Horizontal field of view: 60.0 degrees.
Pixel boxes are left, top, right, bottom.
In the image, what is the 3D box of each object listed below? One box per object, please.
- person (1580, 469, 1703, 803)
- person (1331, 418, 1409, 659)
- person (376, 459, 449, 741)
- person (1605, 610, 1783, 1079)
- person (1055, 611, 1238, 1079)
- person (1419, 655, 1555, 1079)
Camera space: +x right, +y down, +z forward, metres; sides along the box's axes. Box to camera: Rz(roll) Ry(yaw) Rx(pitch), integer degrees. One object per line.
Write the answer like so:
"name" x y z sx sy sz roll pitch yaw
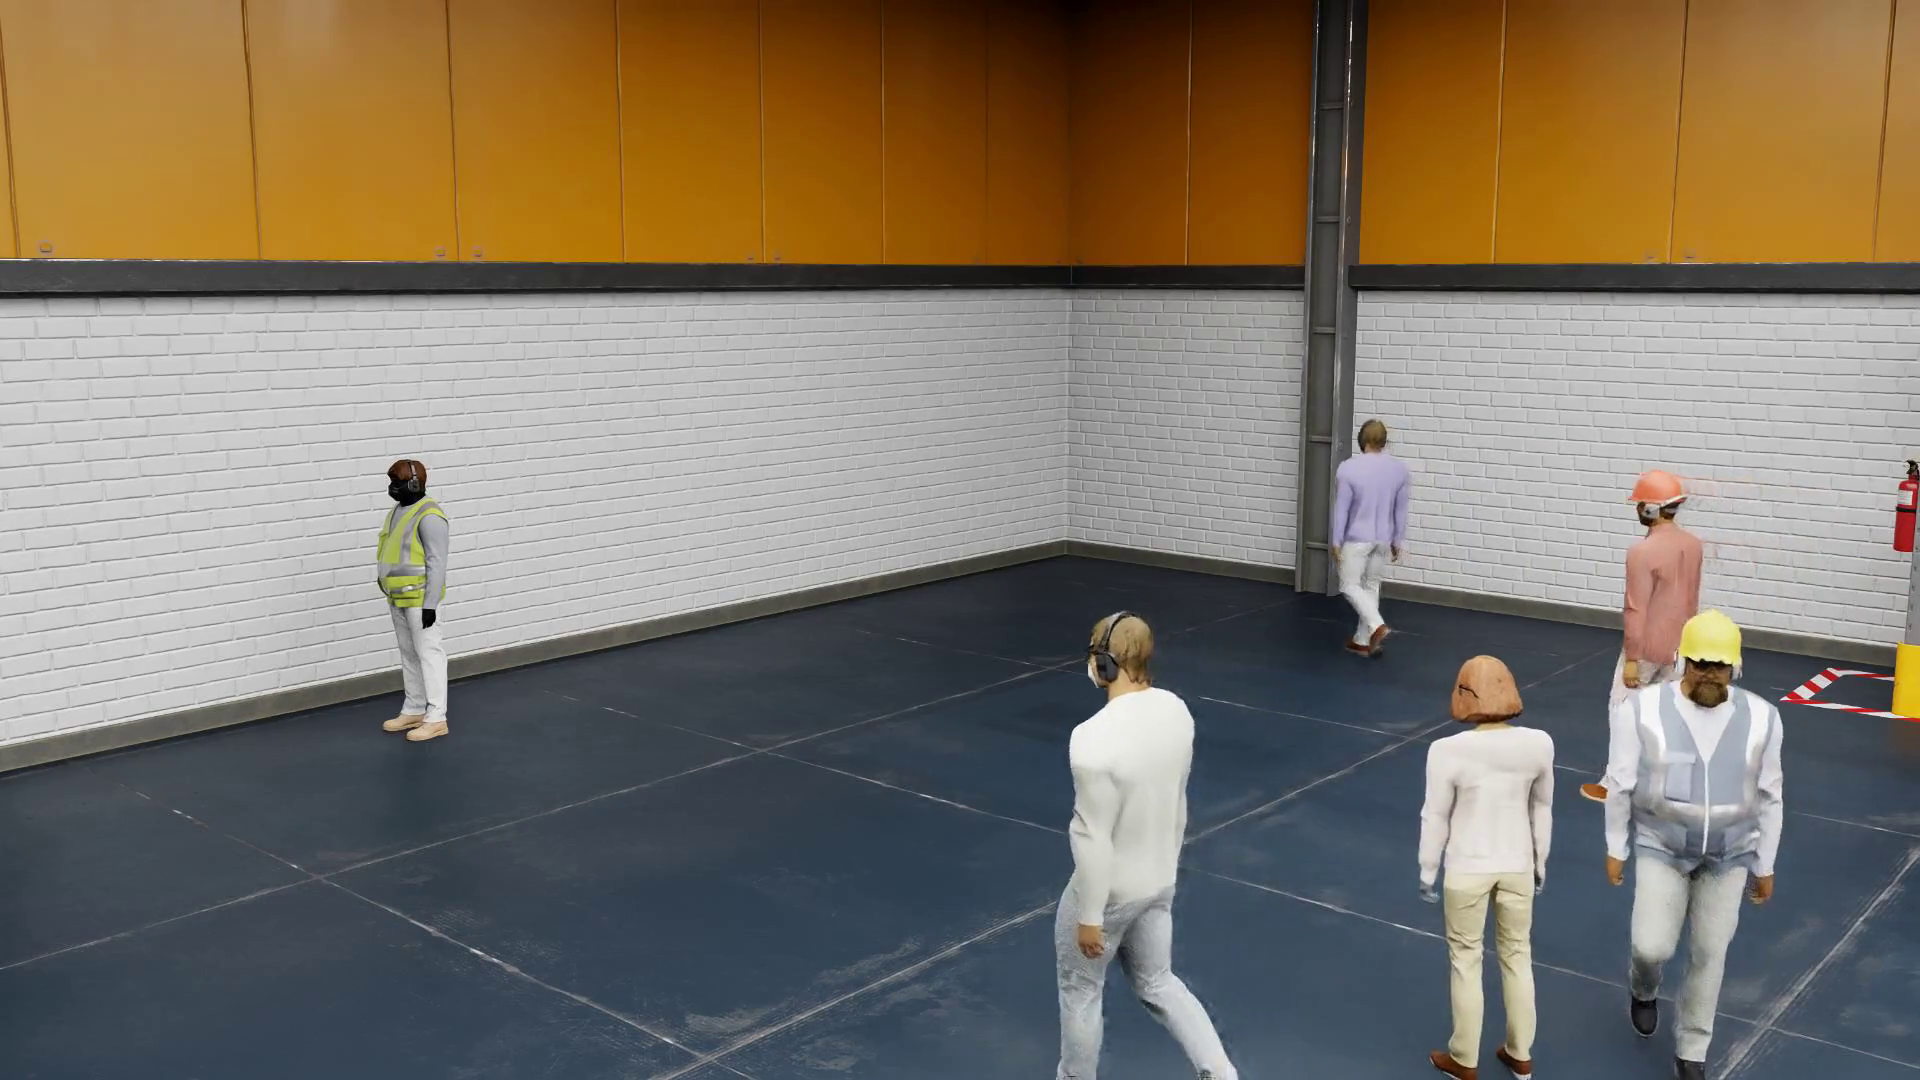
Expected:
"person" 3.954 0.592 9.257 0.627 1.966 0.871 -6 11 -32
"person" 3.236 0.007 13.058 0.639 1.918 0.675 -3 10 -19
"person" -3.593 0.384 10.928 0.429 1.844 0.627 -8 12 -43
"person" 2.744 1.141 6.245 0.612 1.817 0.512 2 9 12
"person" 0.625 1.187 5.703 0.890 1.910 0.638 8 12 42
"person" 1.966 1.239 6.236 0.505 1.632 0.291 -1 9 -8
